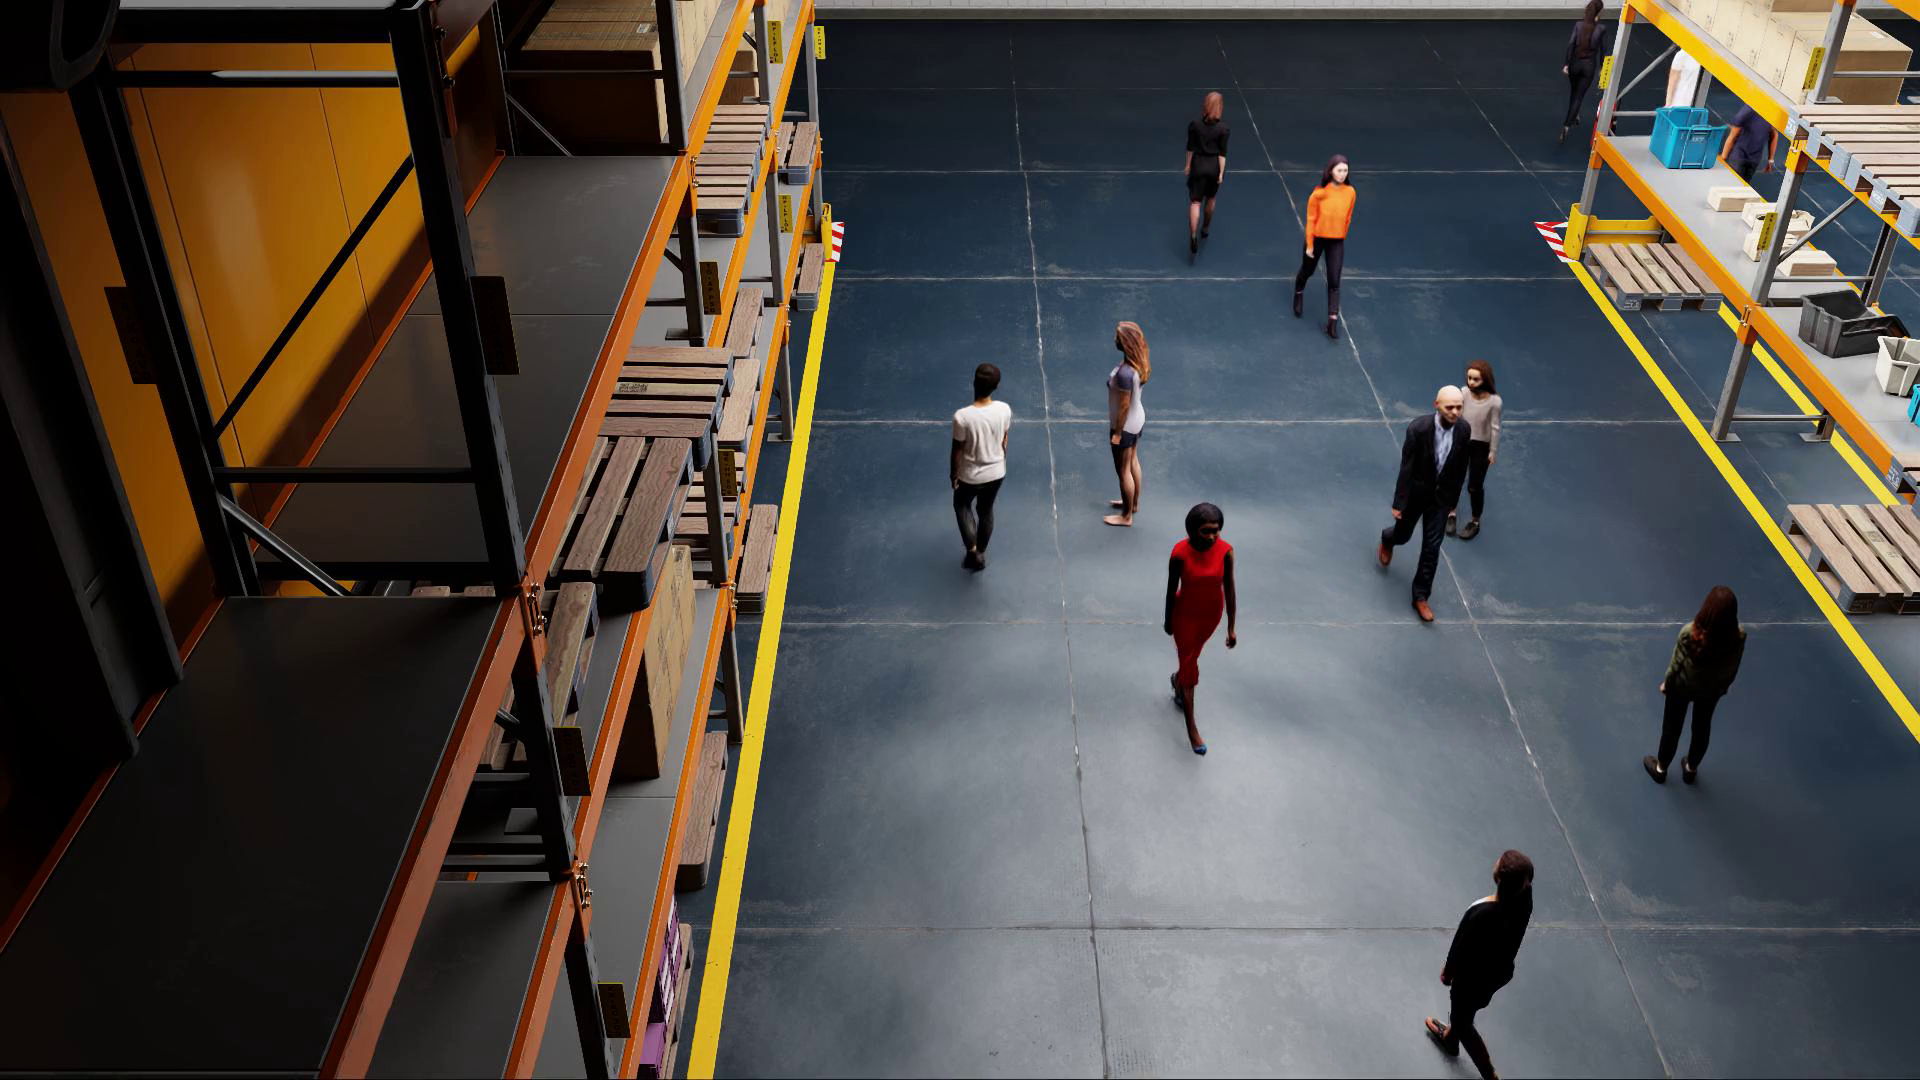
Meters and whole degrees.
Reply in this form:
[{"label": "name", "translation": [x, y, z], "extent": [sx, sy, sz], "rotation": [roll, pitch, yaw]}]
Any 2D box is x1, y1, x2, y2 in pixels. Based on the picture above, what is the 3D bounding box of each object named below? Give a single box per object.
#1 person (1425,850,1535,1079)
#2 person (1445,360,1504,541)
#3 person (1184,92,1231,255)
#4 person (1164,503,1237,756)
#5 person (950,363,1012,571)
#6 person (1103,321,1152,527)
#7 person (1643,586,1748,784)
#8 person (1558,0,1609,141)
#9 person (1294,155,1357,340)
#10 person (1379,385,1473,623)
[{"label": "person", "translation": [2.680, 2.212, 8.415], "extent": [0.797, 1.540, 1.018], "rotation": [-14, 36, -20]}, {"label": "person", "translation": [3.977, -0.750, 12.926], "extent": [0.650, 1.480, 0.694], "rotation": [19, 38, 26]}, {"label": "person", "translation": [2.533, -3.783, 17.314], "extent": [0.780, 1.673, 1.105], "rotation": [9, 35, 13]}, {"label": "person", "translation": [1.524, 0.463, 10.894], "extent": [0.727, 1.709, 1.108], "rotation": [-7, 34, -11]}, {"label": "person", "translation": [0.181, -0.484, 12.325], "extent": [0.742, 1.702, 0.775], "rotation": [-14, 36, -19]}, {"label": "person", "translation": [1.308, -0.905, 12.935], "extent": [0.736, 1.729, 0.602], "rotation": [12, 36, 18]}, {"label": "person", "translation": [4.623, 0.913, 10.428], "extent": [0.591, 1.475, 0.523], "rotation": [3, 34, 4]}, {"label": "person", "translation": [7.511, -5.646, 20.120], "extent": [0.981, 1.670, 1.143], "rotation": [20, 39, 28]}, {"label": "person", "translation": [3.434, -2.851, 15.887], "extent": [0.720, 1.702, 1.137], "rotation": [-4, 34, -6]}, {"label": "person", "translation": [3.346, -0.356, 12.062], "extent": [0.668, 1.780, 1.105], "rotation": [-1, 34, -2]}]
